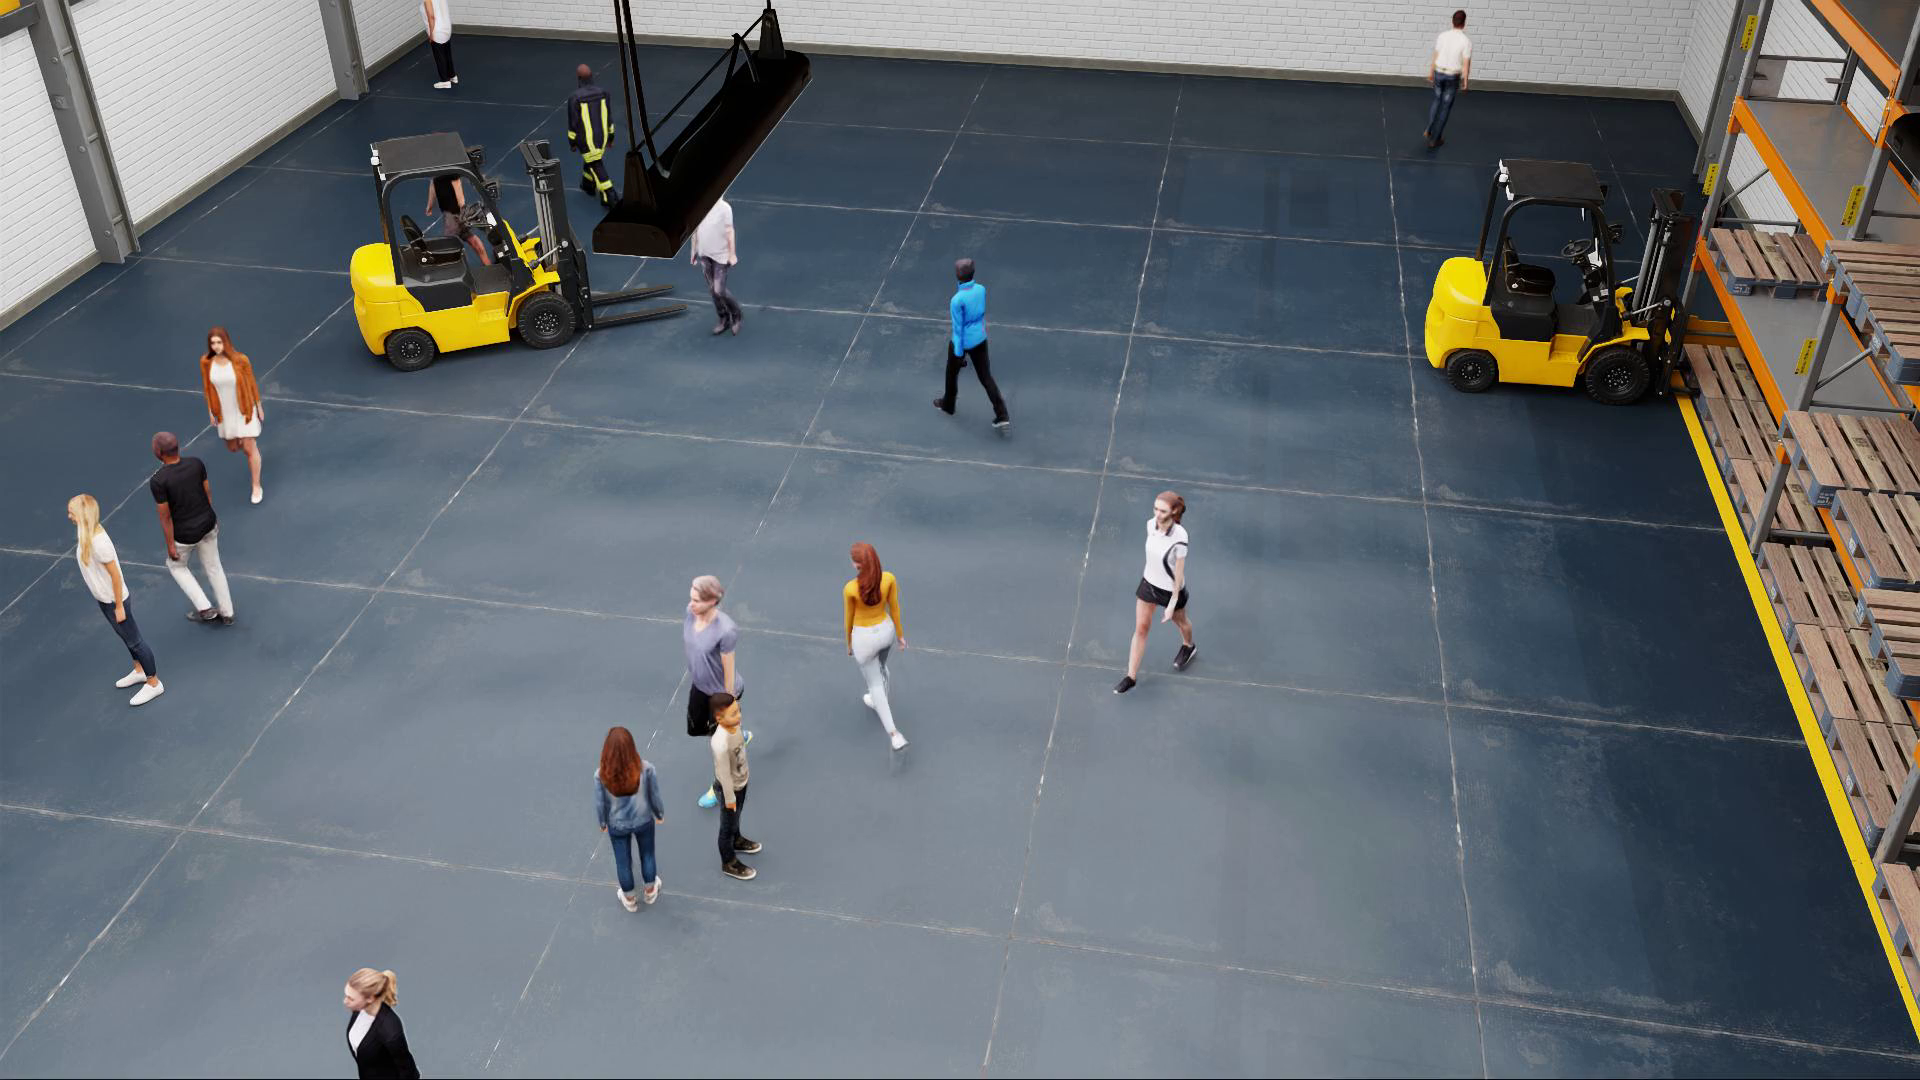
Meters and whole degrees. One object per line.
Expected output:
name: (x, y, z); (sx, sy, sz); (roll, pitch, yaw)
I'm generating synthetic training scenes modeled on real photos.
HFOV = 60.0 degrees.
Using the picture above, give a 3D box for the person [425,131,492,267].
person: (-5.723, -3.789, 19.046); (1.268, 1.809, 1.187); (-23, 40, -30)

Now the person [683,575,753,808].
person: (-1.670, 1.017, 11.756); (0.907, 1.873, 1.002); (27, 42, 34)

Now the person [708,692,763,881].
person: (-1.548, 1.622, 11.216); (0.628, 1.463, 0.444); (3, 34, 5)

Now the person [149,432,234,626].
person: (-6.139, -0.045, 13.427); (0.848, 1.793, 0.729); (18, 38, 25)

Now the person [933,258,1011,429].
person: (0.166, -1.881, 16.219); (1.183, 1.760, 1.171); (-25, 41, -32)

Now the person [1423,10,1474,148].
person: (6.626, -6.289, 22.783); (0.817, 1.835, 0.846); (27, 42, 35)

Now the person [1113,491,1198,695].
person: (1.646, 0.362, 12.896); (0.998, 1.702, 1.228); (26, 41, 33)

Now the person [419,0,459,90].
person: (-7.857, -7.670, 24.994); (0.727, 1.687, 0.567); (9, 35, 13)

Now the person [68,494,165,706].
person: (-6.459, 0.433, 12.693); (0.698, 1.809, 0.668); (-26, 42, -34)

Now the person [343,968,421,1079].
person: (-3.061, 2.937, 9.018); (0.730, 1.706, 0.704); (-28, 43, -35)

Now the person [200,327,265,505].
person: (-6.642, -1.220, 15.274); (0.791, 1.705, 1.018); (-4, 34, -6)

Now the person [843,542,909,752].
person: (-0.612, 0.808, 12.209); (1.030, 1.721, 1.176); (-13, 36, -19)

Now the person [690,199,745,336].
person: (-2.603, -3.117, 18.031); (0.773, 1.813, 0.777); (16, 37, 22)

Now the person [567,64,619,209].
person: (-4.607, -5.067, 20.990); (1.247, 1.783, 1.225); (-28, 42, -35)

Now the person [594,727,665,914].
person: (-2.153, 1.836, 10.884); (0.643, 1.474, 0.630); (-8, 34, -11)
